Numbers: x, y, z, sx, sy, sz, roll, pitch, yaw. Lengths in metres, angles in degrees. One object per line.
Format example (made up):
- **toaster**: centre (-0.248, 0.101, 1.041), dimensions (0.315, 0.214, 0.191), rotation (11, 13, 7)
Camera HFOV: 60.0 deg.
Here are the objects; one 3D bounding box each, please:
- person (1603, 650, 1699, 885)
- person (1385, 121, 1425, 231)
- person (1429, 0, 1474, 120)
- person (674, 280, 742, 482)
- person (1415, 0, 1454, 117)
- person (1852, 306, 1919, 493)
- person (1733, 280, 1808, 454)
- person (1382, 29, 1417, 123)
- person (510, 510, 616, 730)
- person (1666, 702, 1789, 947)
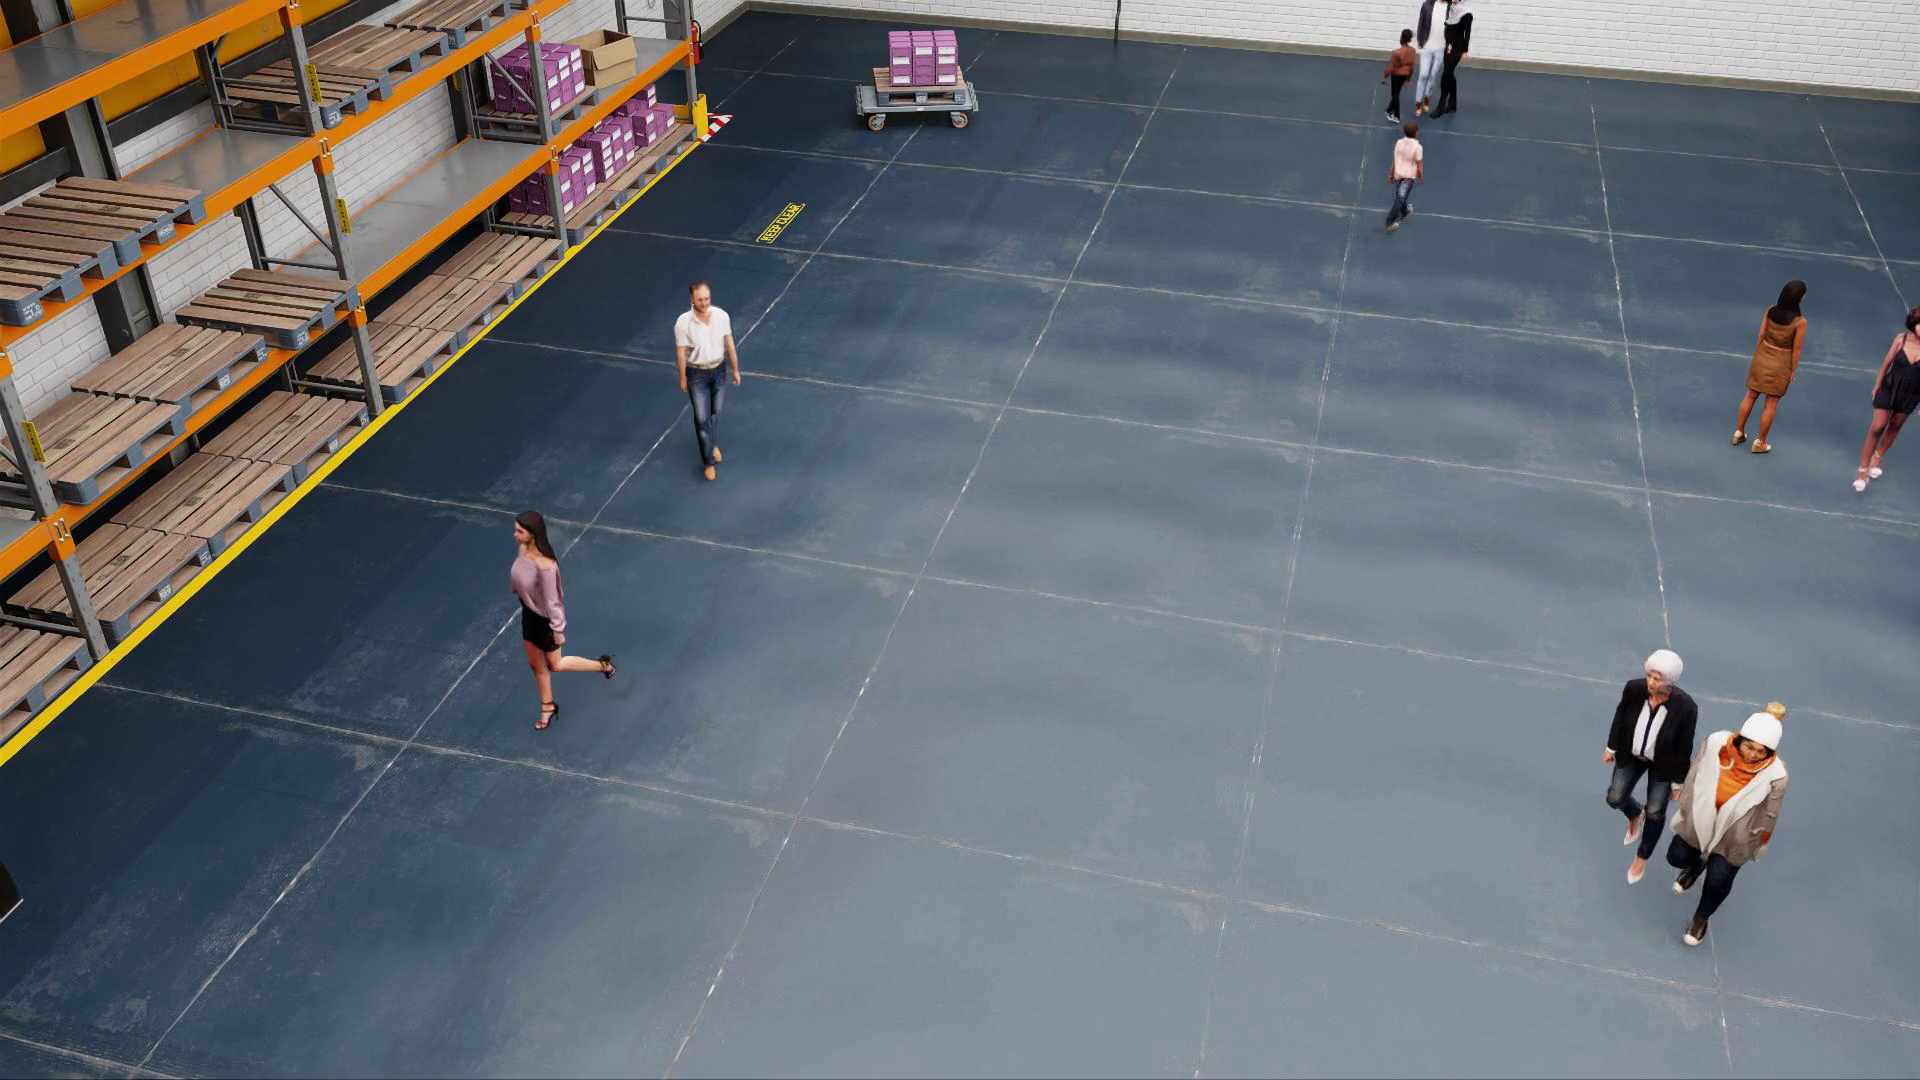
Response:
- **person**: centre (4.387, 1.355, 10.384), dimensions (0.921, 1.770, 0.870), rotation (29, 43, 36)
- **person**: centre (5.197, -4.254, 19.542), dimensions (0.786, 1.272, 0.978), rotation (28, 42, 35)
- **person**: centre (6.821, -6.706, 22.795), dimensions (0.924, 1.756, 0.870), rotation (-16, 37, -23)
- **person**: centre (-2.299, -1.536, 14.950), dimensions (0.957, 1.830, 1.041), rotation (-14, 36, -20)
- **person**: centre (6.536, -6.820, 22.918), dimensions (0.700, 1.809, 0.819), rotation (5, 34, 7)
- **person**: centre (8.288, -1.316, 14.677), dimensions (0.618, 1.766, 0.829), rotation (11, 35, 16)
- **person**: centre (7.398, -1.583, 15.146), dimensions (0.683, 1.690, 0.636), rotation (-21, 39, -28)
- **person**: centre (6.027, -6.315, 22.676), dimensions (0.720, 1.235, 0.784), rotation (-16, 37, -23)
- **person**: centre (-2.883, 0.553, 11.836), dimensions (1.052, 1.797, 0.940), rotation (-24, 40, -31)
- **person**: centre (4.681, 1.645, 10.121), dimensions (1.025, 1.876, 0.922), rotation (-28, 43, -35)
